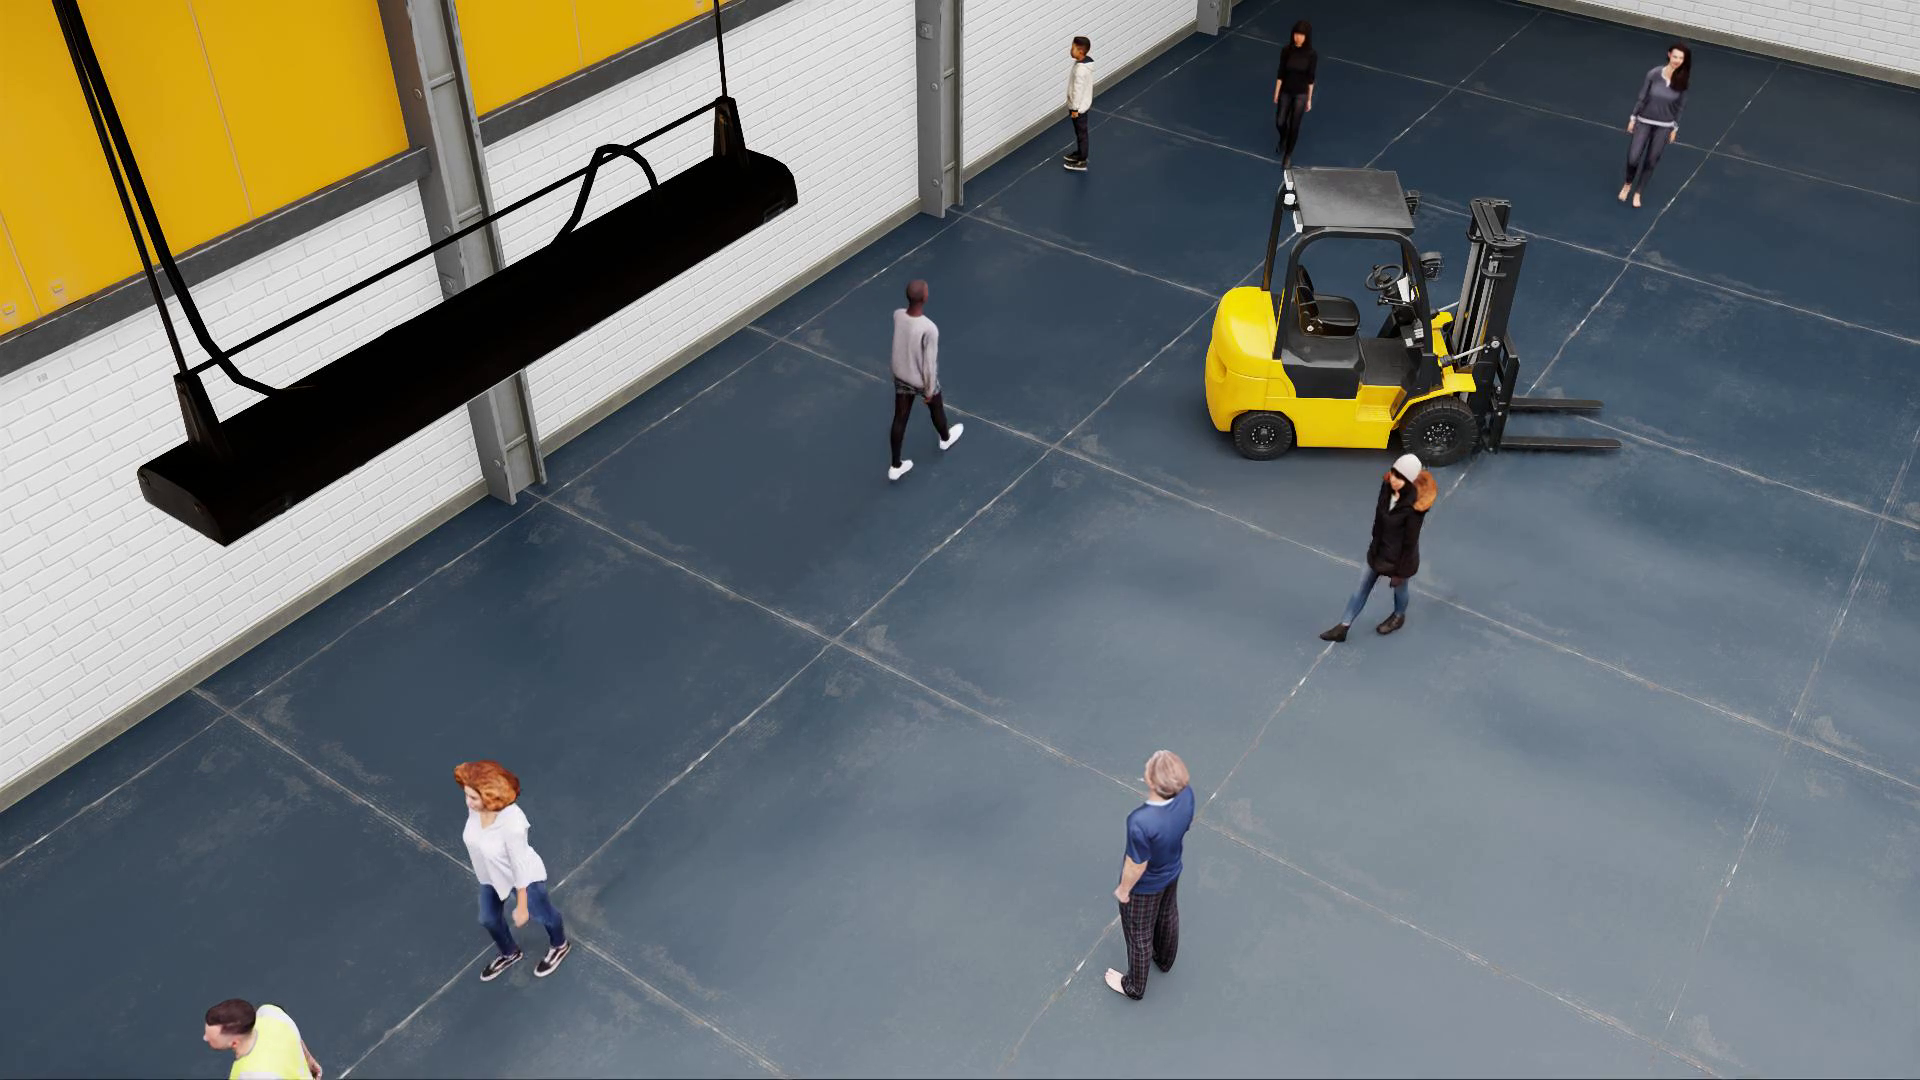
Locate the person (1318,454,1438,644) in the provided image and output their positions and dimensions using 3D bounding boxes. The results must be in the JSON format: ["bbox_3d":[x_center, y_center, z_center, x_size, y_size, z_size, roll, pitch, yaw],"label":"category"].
[{"bbox_3d":[3.117,0.063,11.753,1.091,1.597,0.886,-21,43,-24],"label":"person"}]

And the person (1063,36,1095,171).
[{"bbox_3d":[1.295,-4.701,17.833,0.710,1.453,0.595,5,39,6],"label":"person"}]

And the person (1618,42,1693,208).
[{"bbox_3d":[7.127,-4.300,17.087,0.720,1.758,0.708,11,40,13],"label":"person"}]

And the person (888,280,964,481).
[{"bbox_3d":[-0.424,-1.243,13.277,0.623,1.735,1.053,23,44,26],"label":"person"}]

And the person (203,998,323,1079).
[{"bbox_3d":[-3.204,2.830,8.137,1.249,1.785,1.179,-6,39,-8],"label":"person"}]

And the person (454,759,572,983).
[{"bbox_3d":[-2.470,1.832,9.459,0.640,1.696,0.700,22,44,25],"label":"person"}]

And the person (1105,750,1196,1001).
[{"bbox_3d":[1.078,1.856,9.287,0.548,1.872,0.758,-31,48,-33],"label":"person"}]

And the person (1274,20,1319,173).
[{"bbox_3d":[3.604,-4.798,17.812,0.665,1.631,0.782,14,41,17],"label":"person"}]
